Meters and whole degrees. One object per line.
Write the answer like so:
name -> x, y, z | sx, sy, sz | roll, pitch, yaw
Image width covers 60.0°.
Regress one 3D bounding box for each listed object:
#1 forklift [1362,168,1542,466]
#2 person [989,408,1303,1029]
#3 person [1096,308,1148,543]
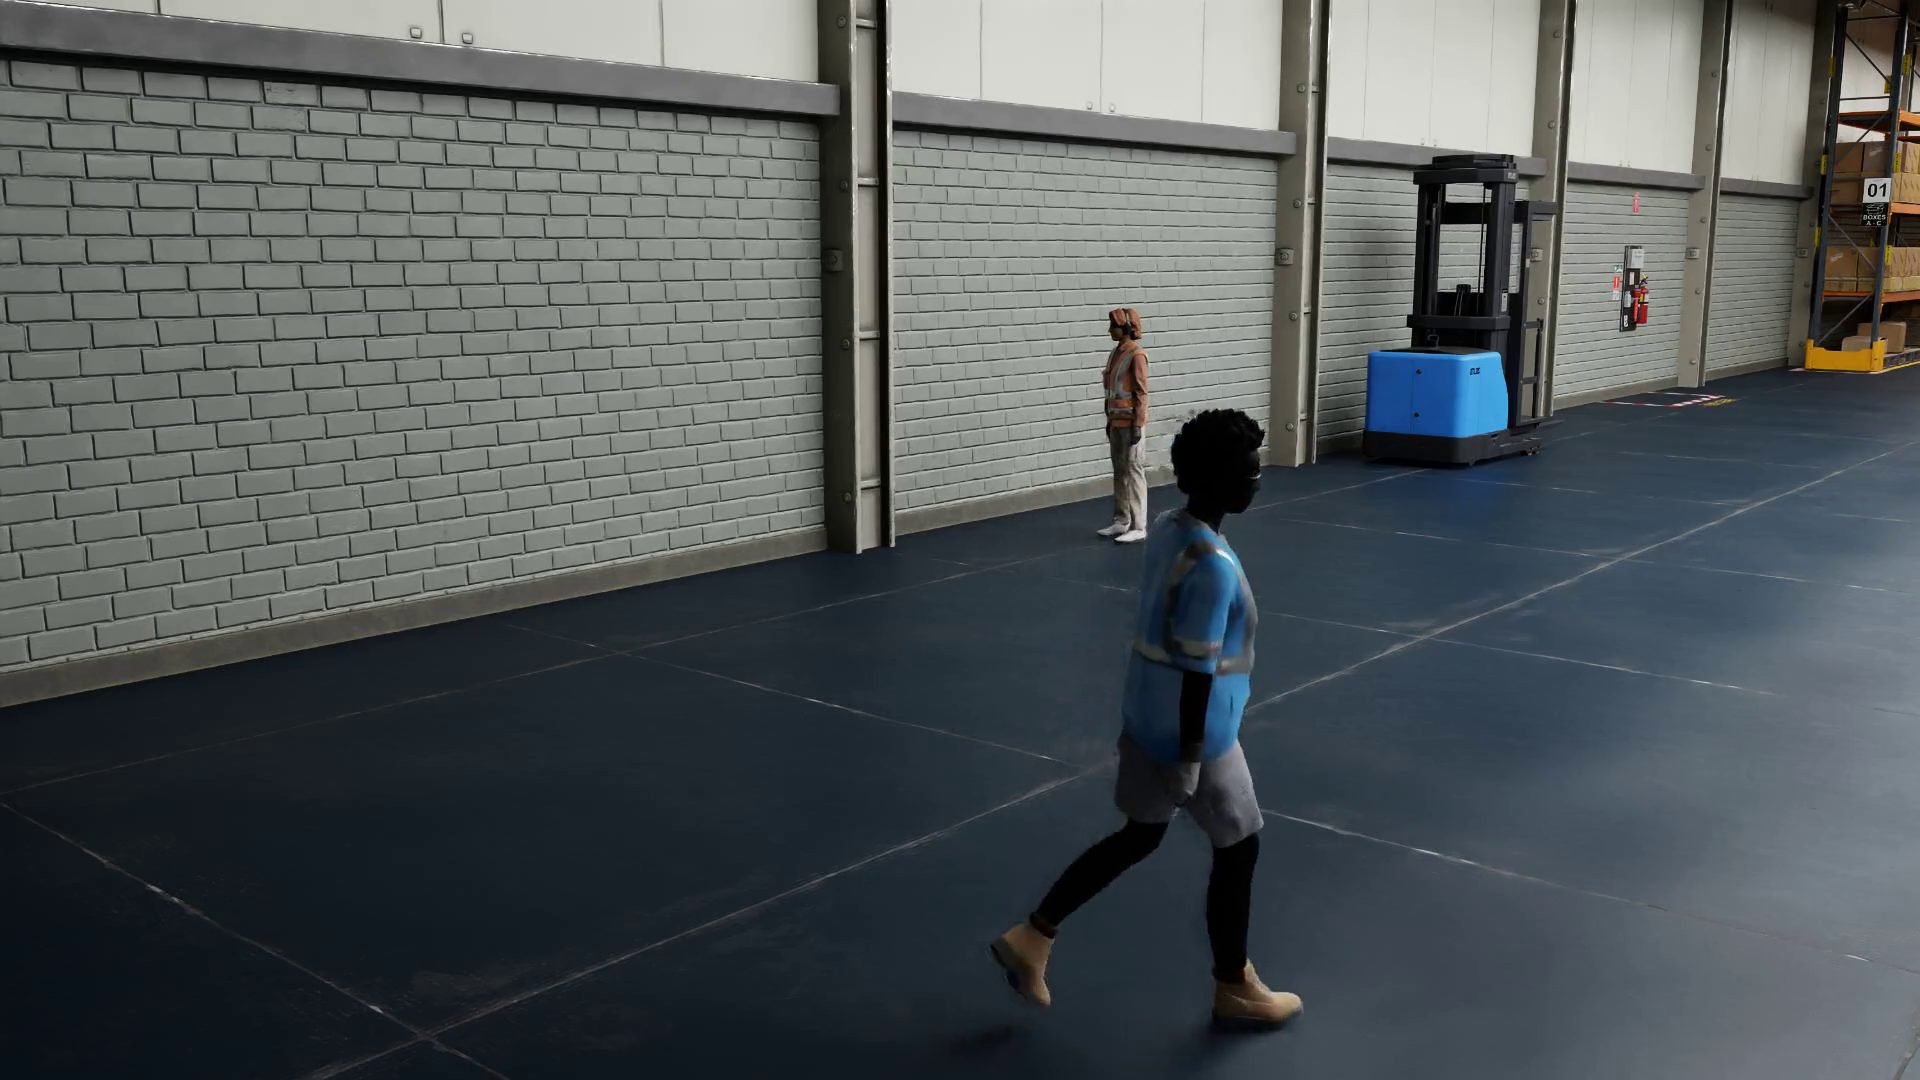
forklift -> 4.875, -2.212, 16.287 | 1.129, 2.768, 1.873 | 8, 13, 40
person -> 0.504, 0.481, 4.289 | 0.781, 1.662, 0.529 | -2, 10, -12
person -> 1.162, -0.806, 11.691 | 0.310, 1.638, 0.523 | -3, 10, -17
